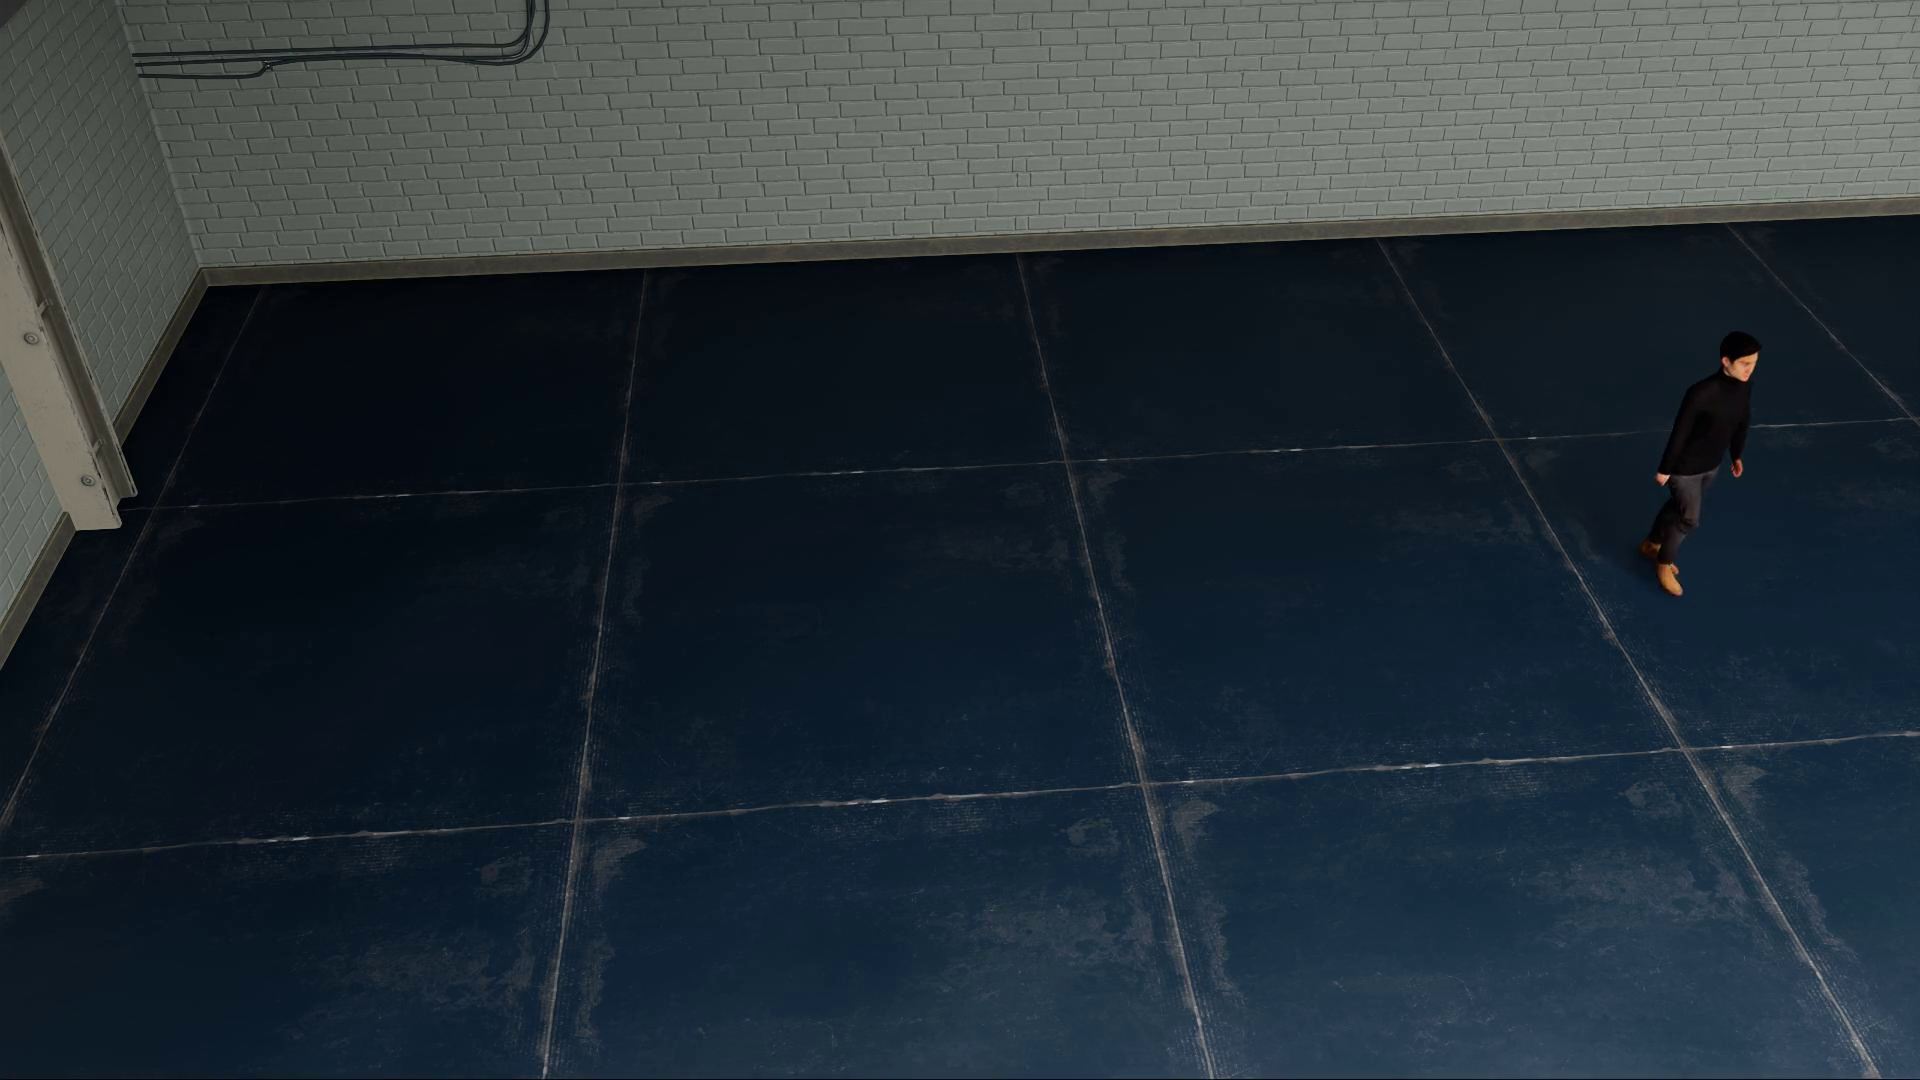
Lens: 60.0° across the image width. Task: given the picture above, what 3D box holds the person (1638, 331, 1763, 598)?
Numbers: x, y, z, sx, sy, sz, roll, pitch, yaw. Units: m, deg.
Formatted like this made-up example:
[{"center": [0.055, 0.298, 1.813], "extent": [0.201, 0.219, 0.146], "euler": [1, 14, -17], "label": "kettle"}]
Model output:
[{"center": [4.322, -0.528, 9.868], "extent": [0.794, 1.711, 0.833], "euler": [-21, 43, -25], "label": "person"}]
